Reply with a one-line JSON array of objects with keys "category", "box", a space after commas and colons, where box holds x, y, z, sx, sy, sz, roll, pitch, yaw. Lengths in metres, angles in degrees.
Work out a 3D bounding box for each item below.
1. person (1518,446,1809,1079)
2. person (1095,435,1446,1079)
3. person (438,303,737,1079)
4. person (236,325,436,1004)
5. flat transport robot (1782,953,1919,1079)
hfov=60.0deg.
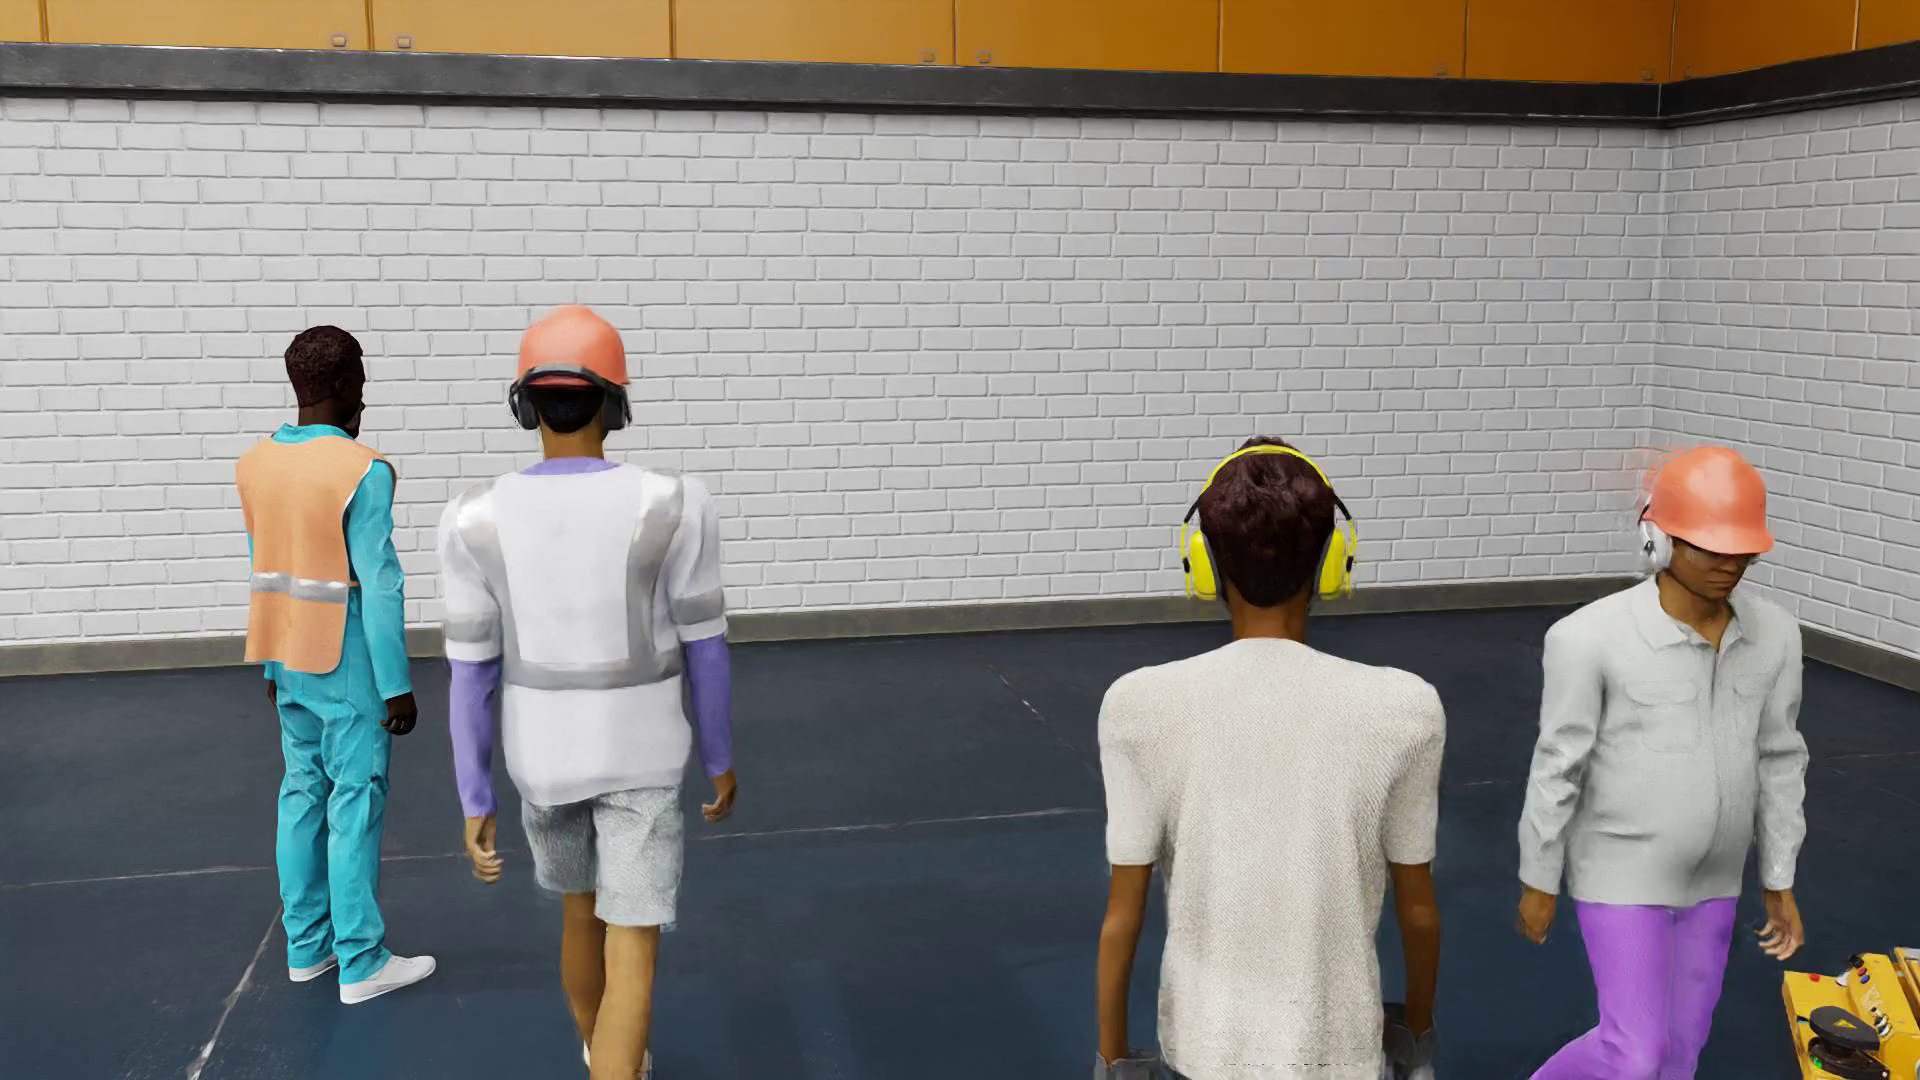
[{"category": "person", "box": [1.425, 0.660, 3.398, 0.557, 1.731, 0.455, -3, 10, -17]}, {"category": "person", "box": [0.429, 0.773, 2.393, 0.499, 1.839, 0.932, 3, 10, 18]}, {"category": "person", "box": [-0.823, 0.490, 3.633, 0.604, 2.008, 1.031, 0, 9, 3]}, {"category": "person", "box": [-1.791, 0.355, 4.719, 0.587, 1.911, 0.397, 6, 11, 32]}, {"category": "flat transport robot", "box": [2.852, 1.274, 4.088, 1.431, 0.197, 0.652, 3, 10, 20]}]
